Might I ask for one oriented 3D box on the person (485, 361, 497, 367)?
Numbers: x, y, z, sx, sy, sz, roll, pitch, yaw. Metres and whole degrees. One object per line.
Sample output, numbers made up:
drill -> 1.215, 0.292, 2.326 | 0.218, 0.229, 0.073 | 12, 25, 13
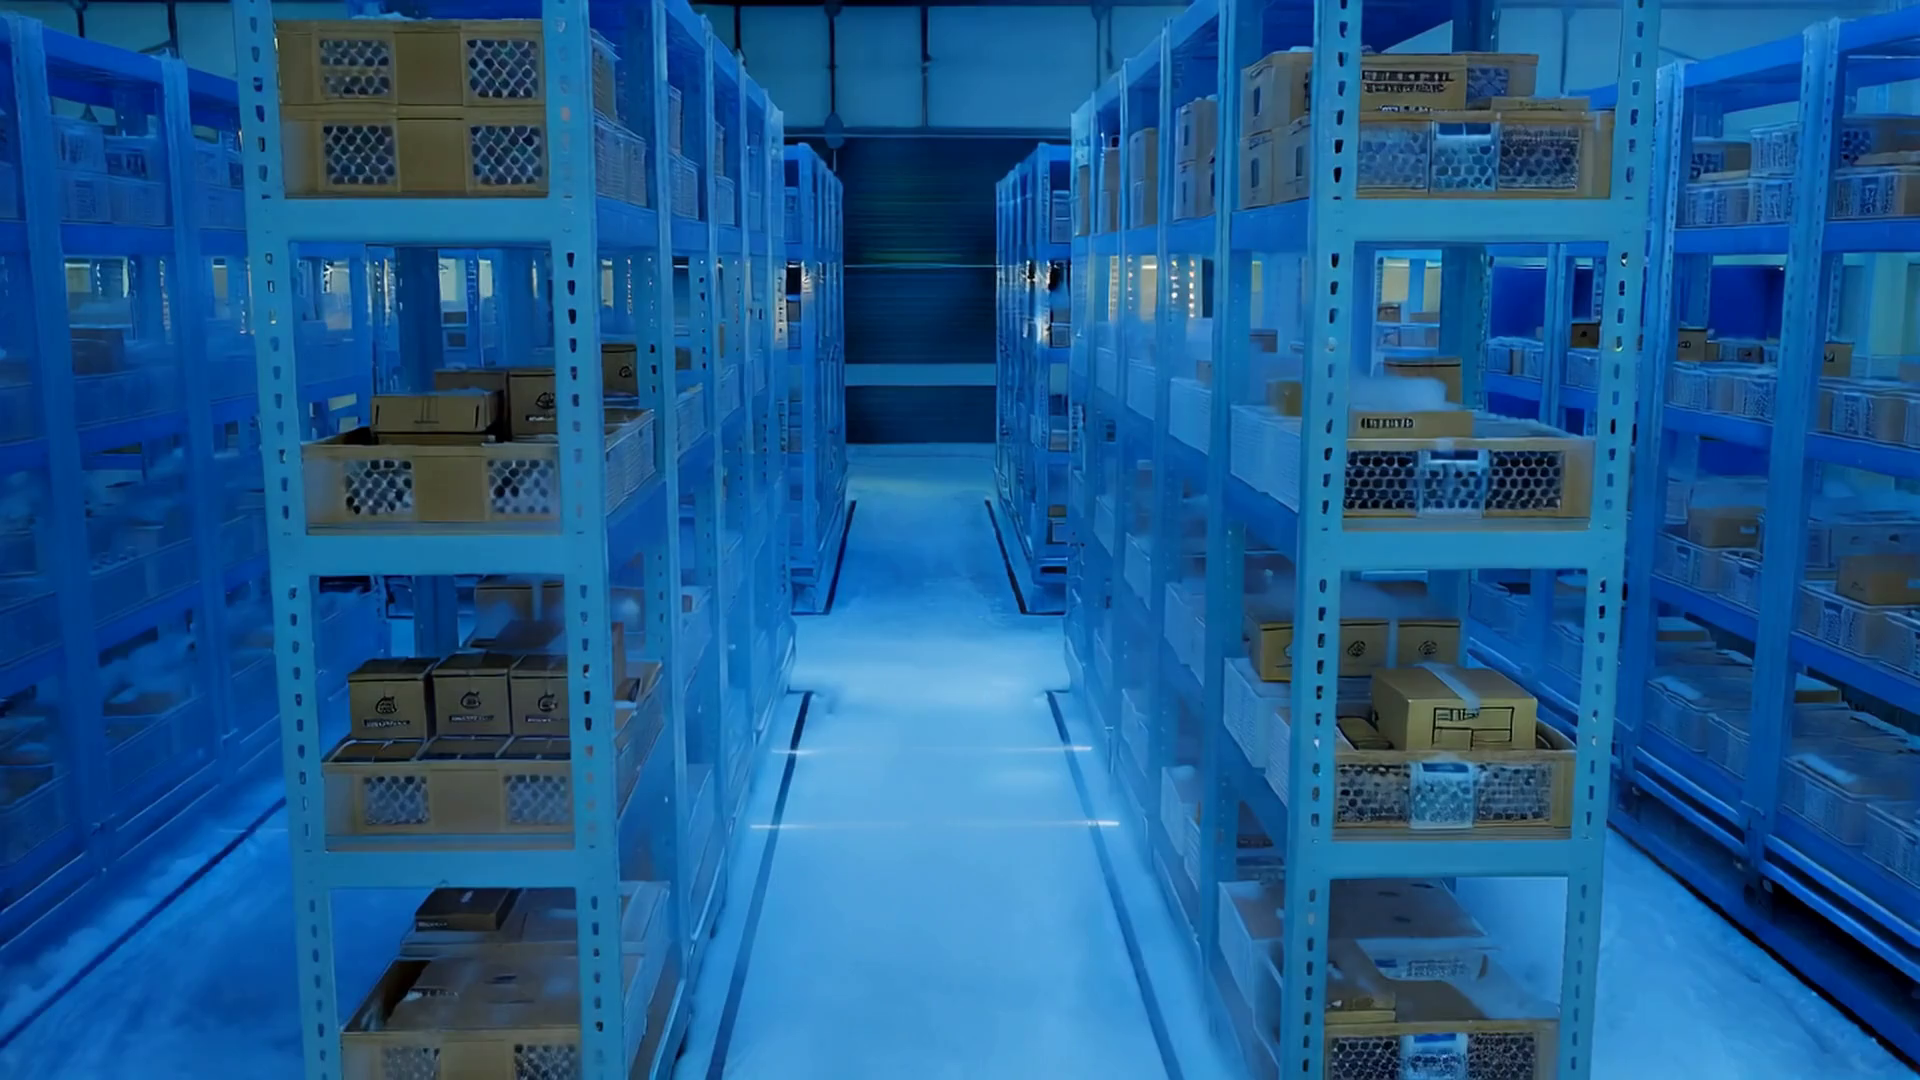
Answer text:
person -> -5.892, -1.614, 20.590 | 0.570, 1.840, 0.373 | 0, 9, 2
